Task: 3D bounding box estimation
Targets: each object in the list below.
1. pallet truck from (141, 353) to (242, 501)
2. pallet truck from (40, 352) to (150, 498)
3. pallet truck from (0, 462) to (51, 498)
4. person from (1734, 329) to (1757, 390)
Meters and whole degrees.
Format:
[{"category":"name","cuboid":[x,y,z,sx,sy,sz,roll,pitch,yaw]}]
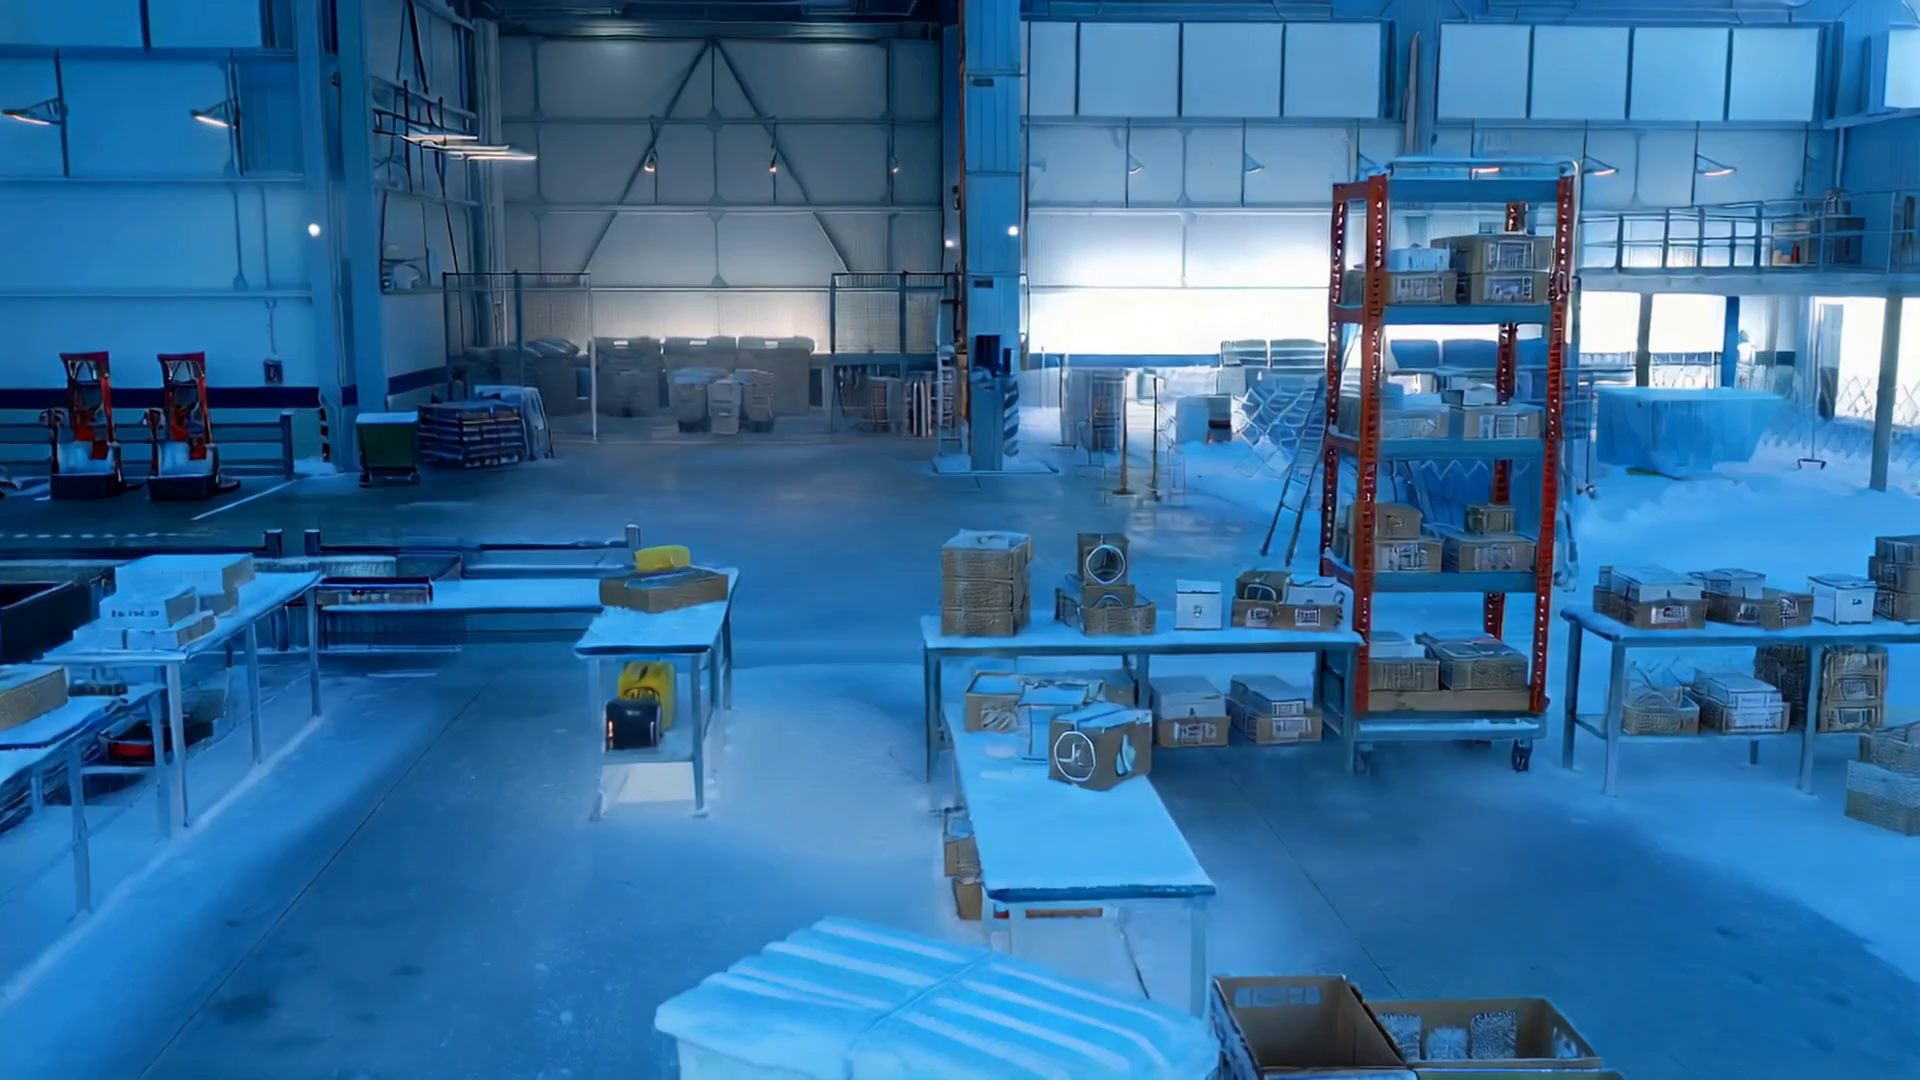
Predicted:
[{"category":"pallet truck","cuboid":[-10.520,-1.604,22.925,0.823,1.965,1.885,-1,9,-6]},{"category":"pallet truck","cuboid":[-11.907,-1.642,23.165,0.823,1.965,1.885,0,9,0]},{"category":"pallet truck","cuboid":[-13.193,-1.293,23.148,0.653,1.274,1.630,-1,9,-4]},{"category":"person","cuboid":[16.680,-3.550,35.501,0.575,1.883,0.355,0,9,0]}]
